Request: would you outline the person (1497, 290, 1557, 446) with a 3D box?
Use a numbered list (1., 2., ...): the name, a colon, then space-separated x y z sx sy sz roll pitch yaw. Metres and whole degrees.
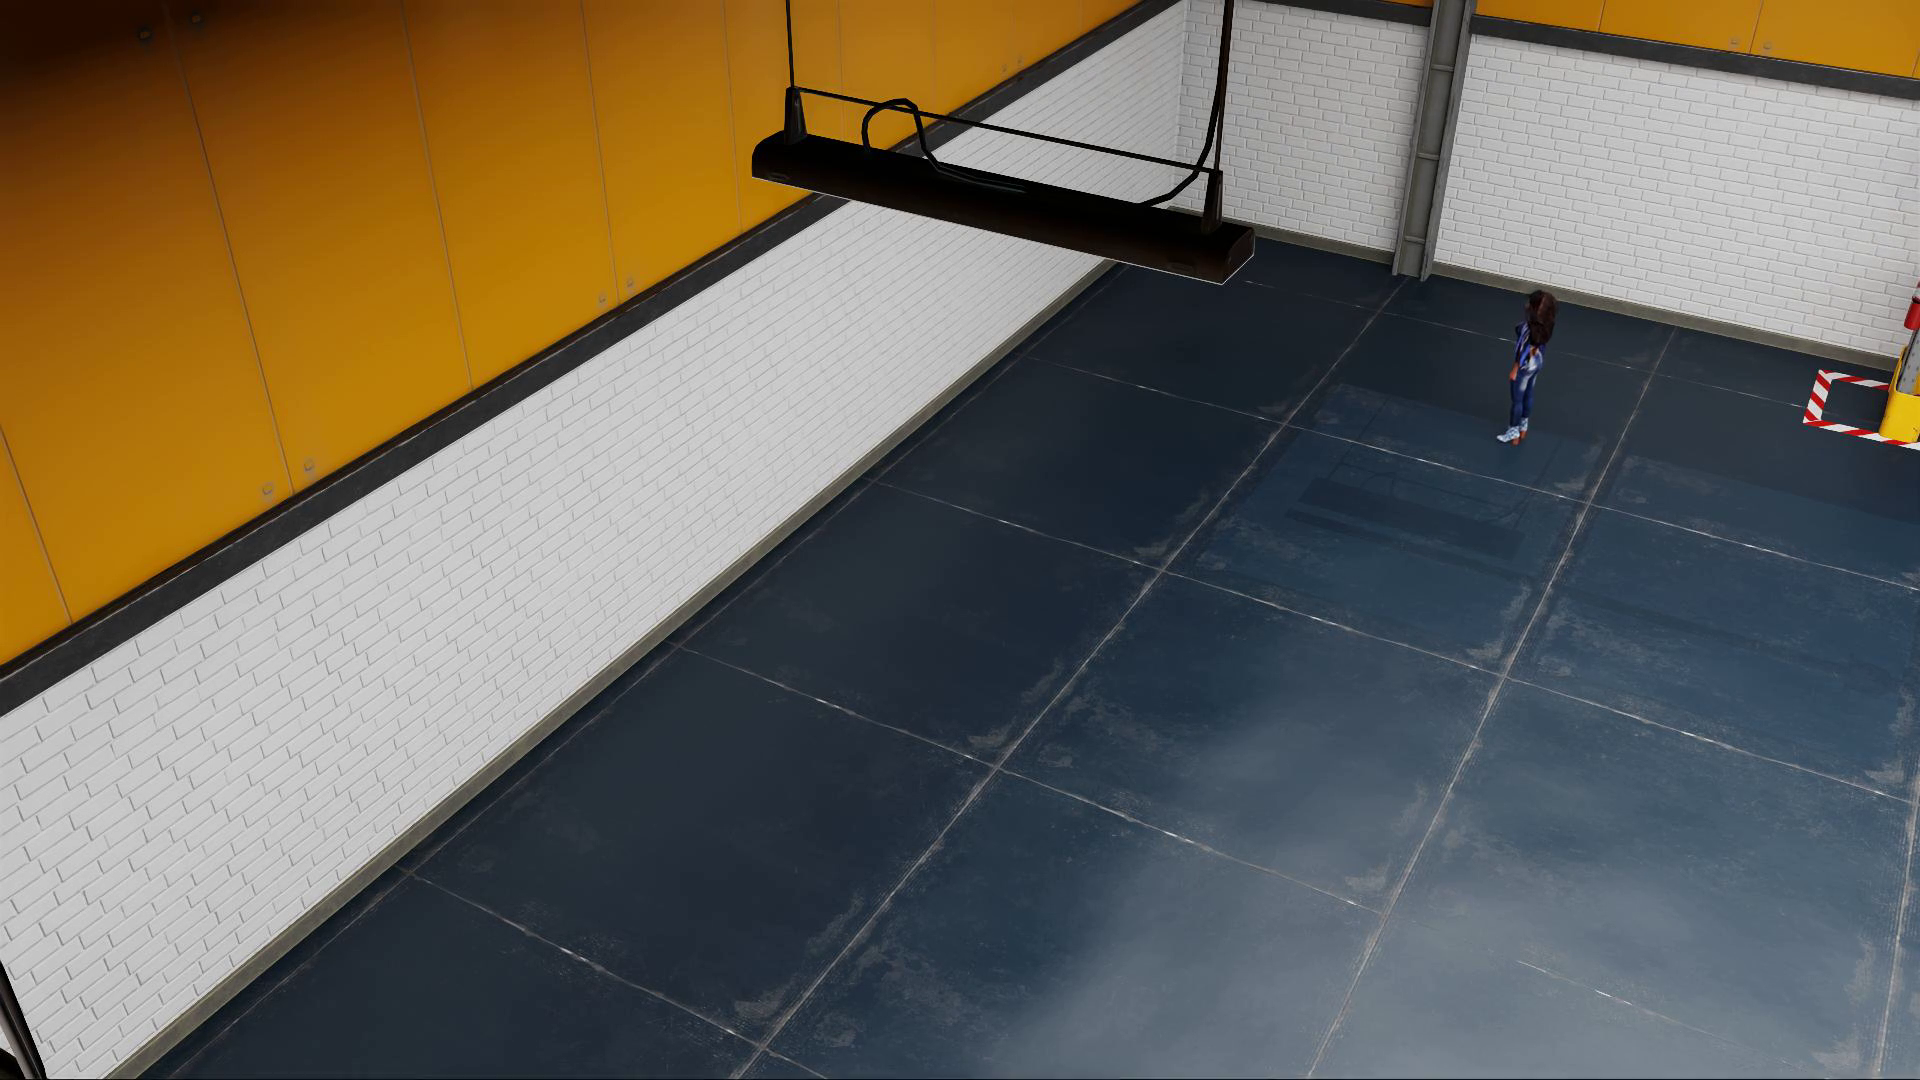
1. person: 5.481 -1.682 16.089 0.669 1.616 0.647 -27 42 -34
